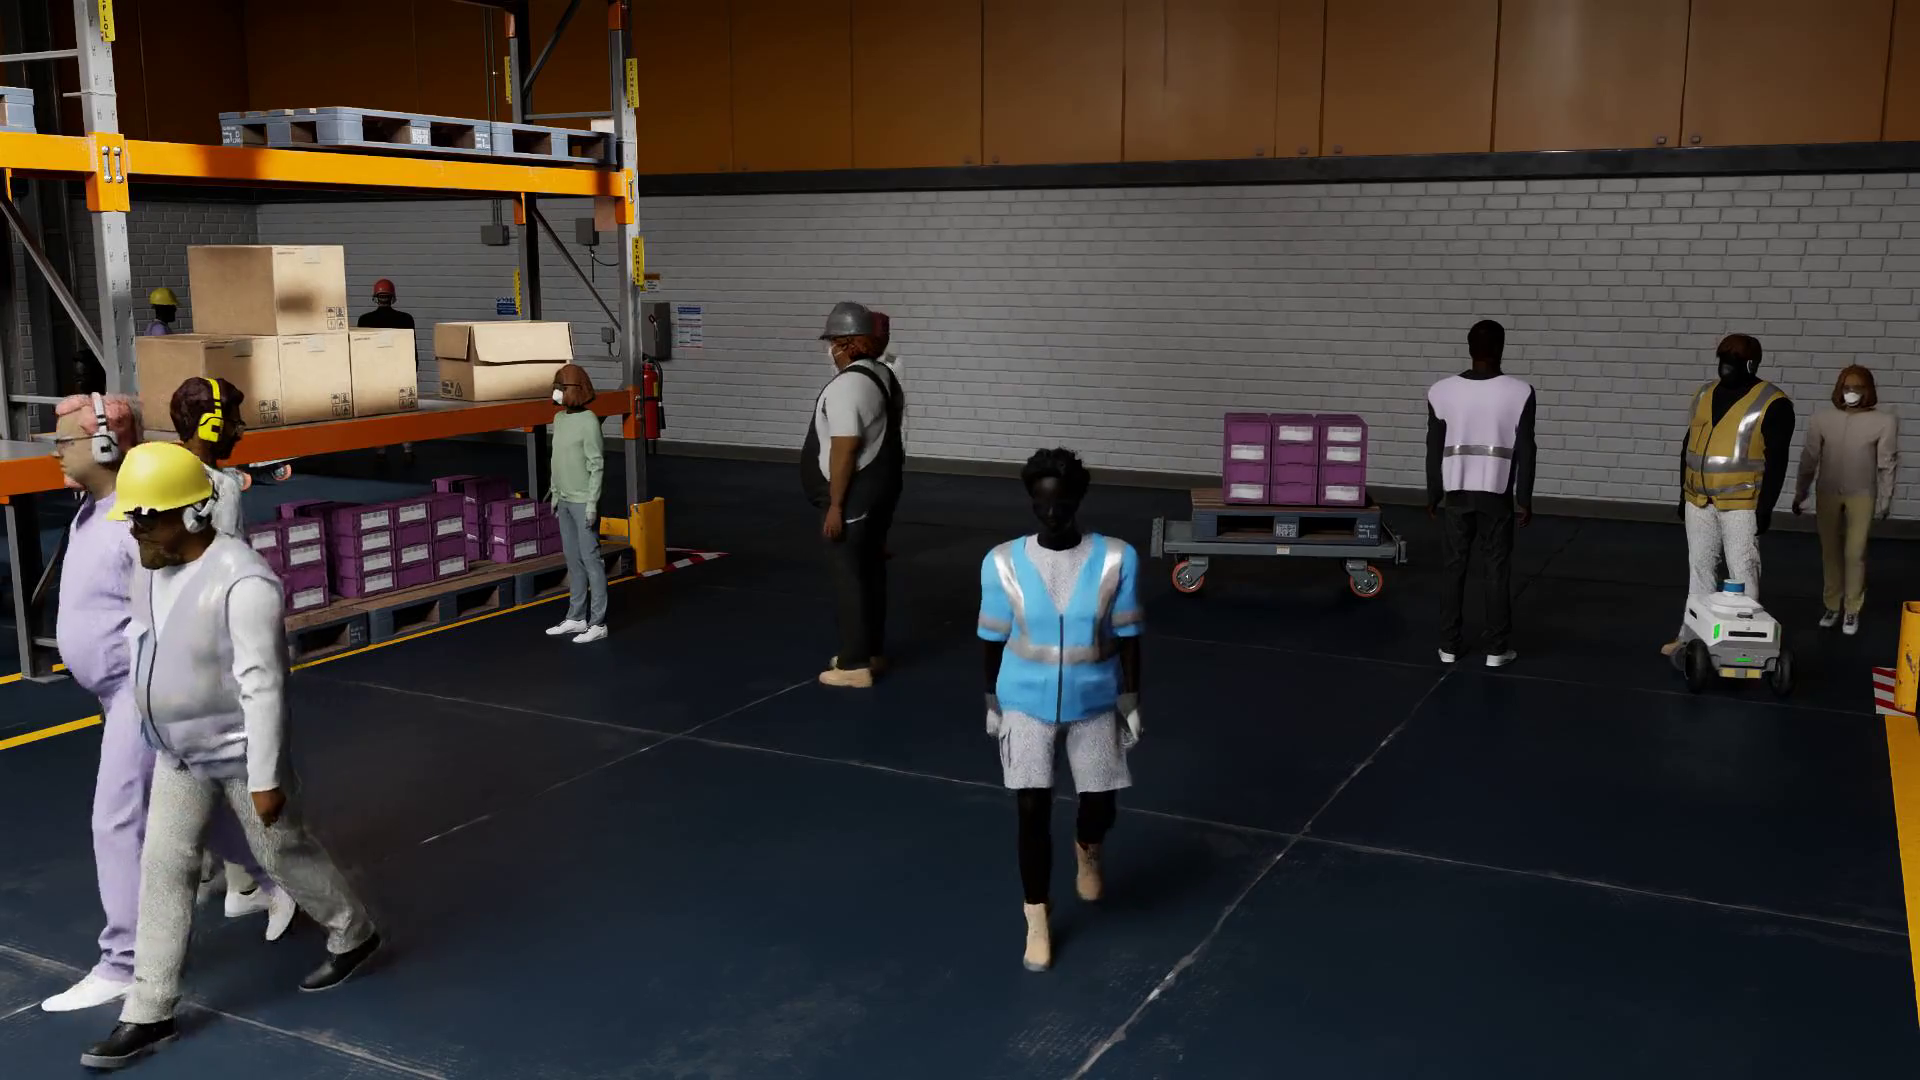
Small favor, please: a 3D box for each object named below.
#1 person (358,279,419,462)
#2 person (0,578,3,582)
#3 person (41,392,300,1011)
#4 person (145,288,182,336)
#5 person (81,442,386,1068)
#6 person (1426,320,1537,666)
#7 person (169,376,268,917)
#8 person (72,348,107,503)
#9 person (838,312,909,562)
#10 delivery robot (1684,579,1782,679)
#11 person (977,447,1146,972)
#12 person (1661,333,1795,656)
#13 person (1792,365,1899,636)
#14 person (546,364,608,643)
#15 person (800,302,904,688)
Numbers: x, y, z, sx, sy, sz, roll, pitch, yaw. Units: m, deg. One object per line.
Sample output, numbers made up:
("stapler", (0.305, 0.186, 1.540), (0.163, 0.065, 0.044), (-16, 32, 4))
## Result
("person", (-6.247, -1.847, 18.197), (0.622, 1.993, 0.381), (-5, 11, -26))
("person", (-6.807, -0.568, 11.237), (0.429, 1.842, 0.636), (6, 11, 30))
("person", (-2.465, 0.465, 5.212), (0.832, 1.883, 0.650), (-8, 12, -38))
("person", (-8.104, -1.607, 17.022), (0.371, 1.923, 0.586), (-6, 12, -31))
("person", (-2.129, 0.571, 4.866), (0.619, 1.779, 0.923), (6, 11, 30))
("person", (2.869, -0.252, 9.204), (0.587, 1.914, 0.390), (5, 11, 26))
("person", (-2.573, 0.369, 5.756), (0.519, 1.865, 0.331), (6, 11, 31))
("person", (-5.321, -0.339, 10.333), (0.539, 1.696, 0.317), (5, 11, 28))
("person", (-0.647, -0.705, 11.973), (0.583, 1.868, 0.650), (5, 11, 28))
("delivery robot", (4.078, 0.451, 8.791), (0.477, 0.478, 0.707), (2, 10, 12))
("person", (0.322, 0.518, 5.403), (0.544, 1.677, 0.500), (1, 10, 3))
("person", (4.238, -0.217, 9.210), (0.429, 1.845, 0.624), (-5, 11, -29))
("person", (5.311, -0.241, 10.015), (0.508, 1.613, 0.581), (9, 13, 41))
("person", (-2.266, -0.218, 9.806), (0.280, 1.636, 0.500), (-9, 13, -42))
("person", (-0.586, -0.260, 8.879), (0.539, 2.000, 0.702), (4, 11, 21))
